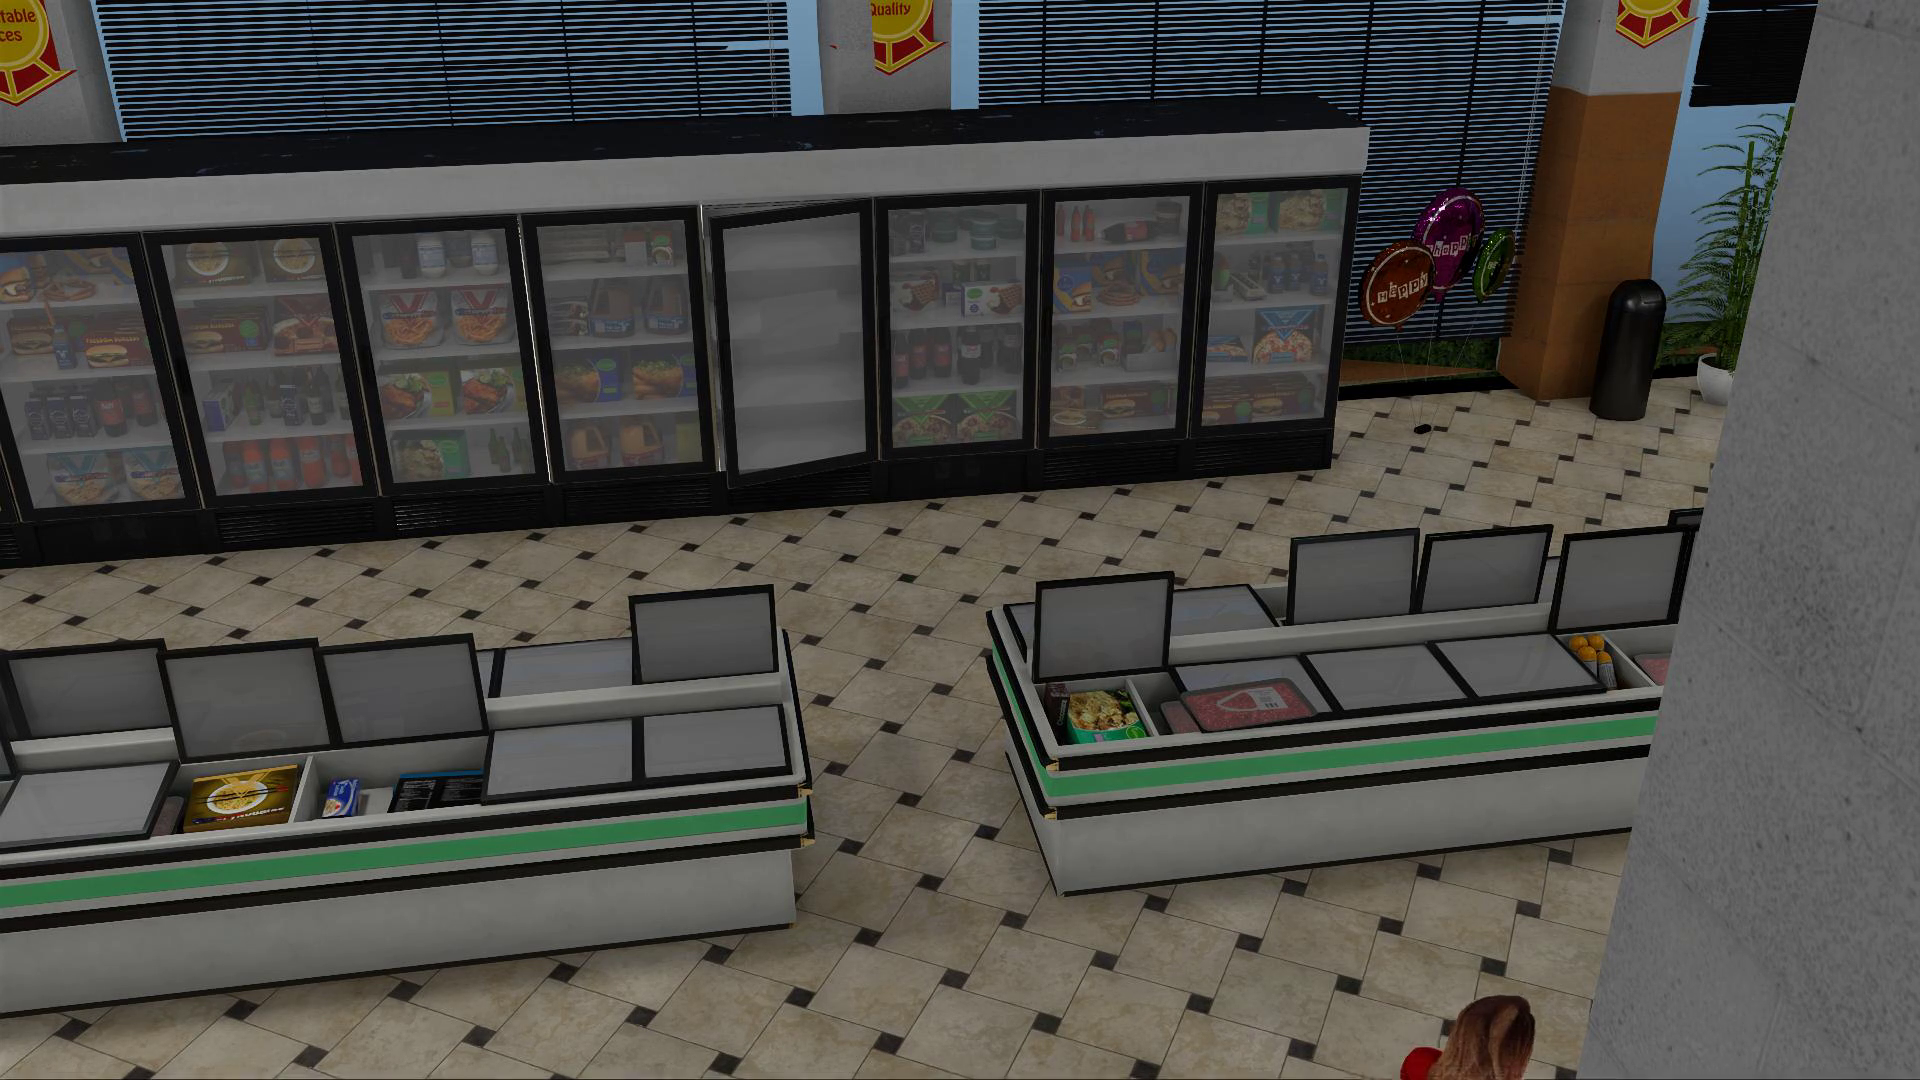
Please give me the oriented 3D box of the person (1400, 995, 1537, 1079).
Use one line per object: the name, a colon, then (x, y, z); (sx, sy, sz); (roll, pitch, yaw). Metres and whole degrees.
person: (1.247, 1.948, 4.575); (1.196, 1.667, 0.924); (-17, 31, -30)
